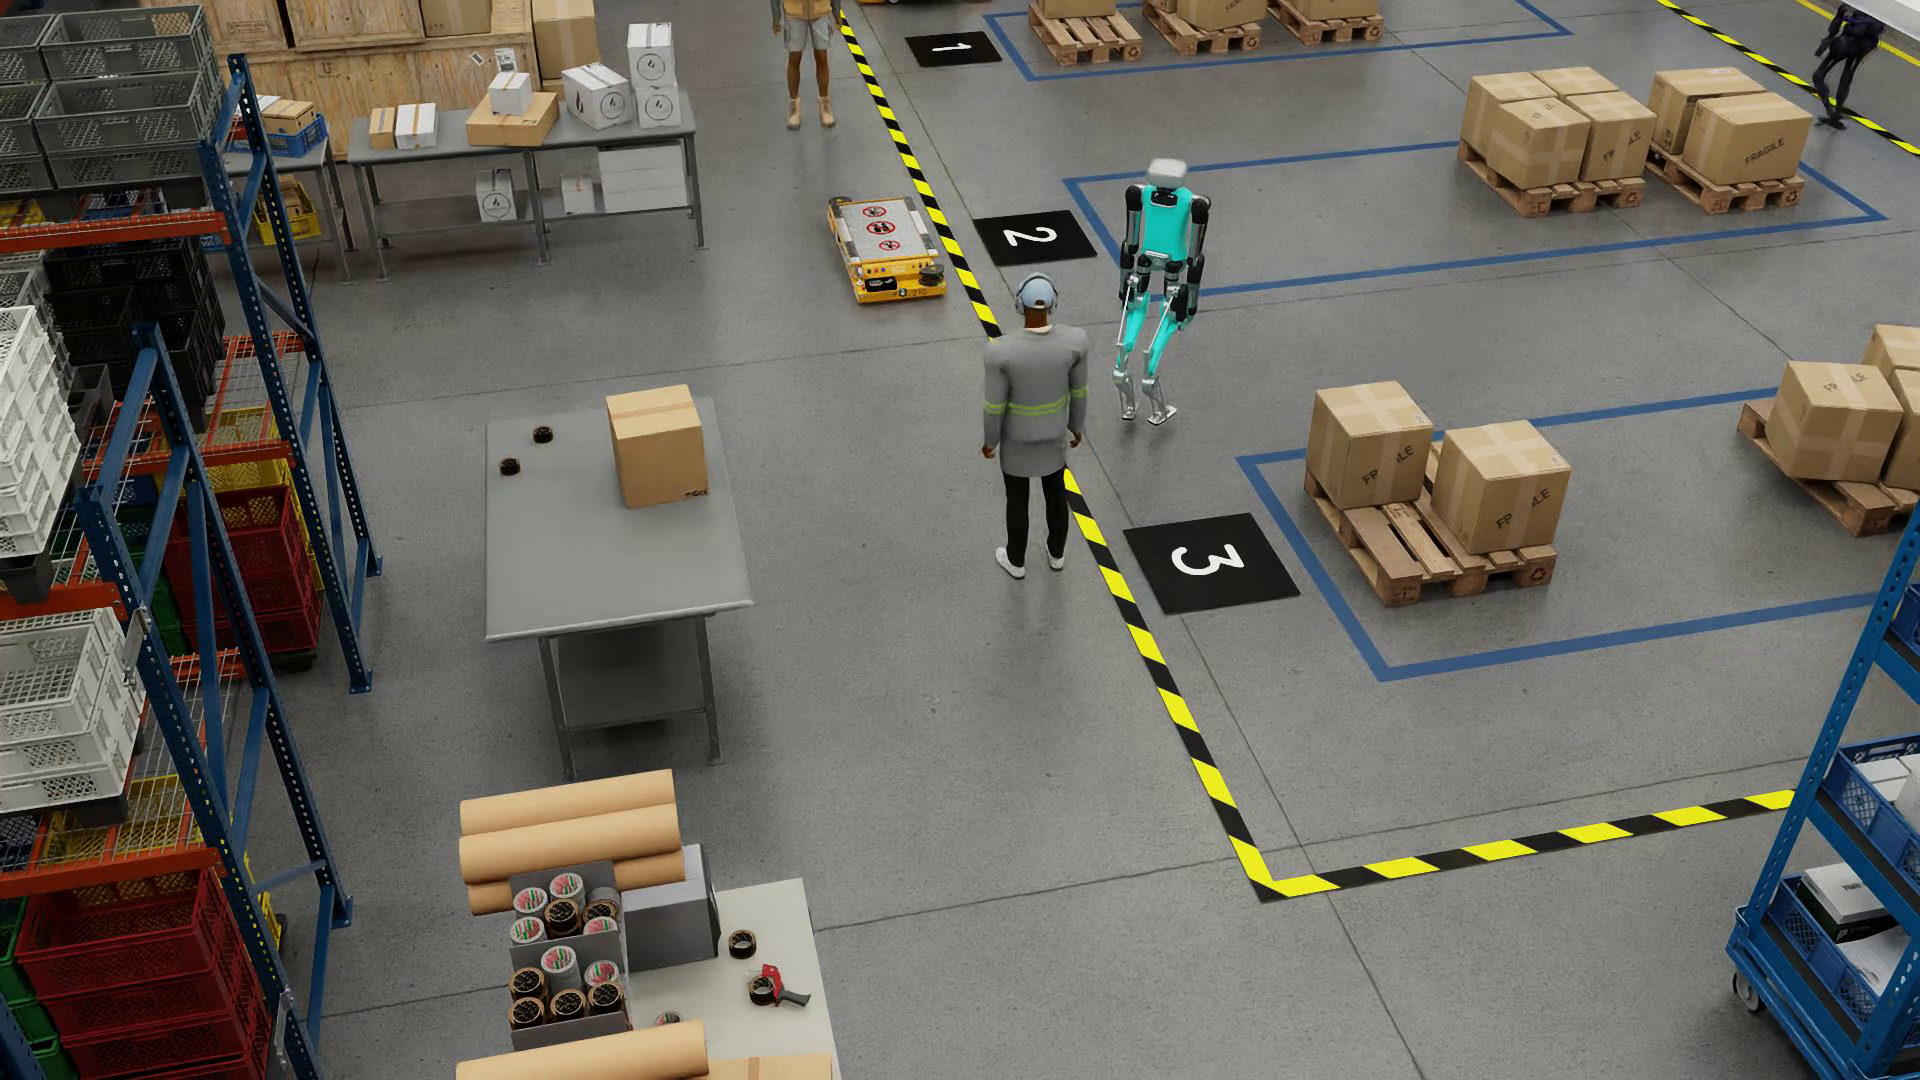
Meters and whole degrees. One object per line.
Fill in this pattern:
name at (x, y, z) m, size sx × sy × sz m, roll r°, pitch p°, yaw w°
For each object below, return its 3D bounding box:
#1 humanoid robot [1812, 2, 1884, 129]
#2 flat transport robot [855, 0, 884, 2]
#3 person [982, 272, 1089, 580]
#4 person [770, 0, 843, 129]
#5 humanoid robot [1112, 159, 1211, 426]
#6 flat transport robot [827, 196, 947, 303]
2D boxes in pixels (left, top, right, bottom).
humanoid robot at (7.634, -4.331, 14.192) m, size 0.609 × 1.643 × 0.335 m, roll -14°, pitch 39°, yaw -18°
flat transport robot at (-0.383, -5.833, 17.370) m, size 1.431 × 0.197 × 0.652 m, roll -2°, pitch 37°, yaw -3°
person at (0.394, -0.619, 9.059) m, size 0.596 × 1.850 × 0.398 m, roll -10°, pitch 38°, yaw -13°
person at (-1.296, -4.491, 14.106) m, size 0.613 × 2.040 × 0.389 m, roll -6°, pitch 37°, yaw -8°
humanoid robot at (1.140, -1.429, 10.136) m, size 0.533 × 1.672 × 0.735 m, roll 17°, pitch 40°, yaw 21°
flat transport robot at (-0.570, -2.220, 12.538) m, size 0.659 × 0.231 × 1.431 m, roll -8°, pitch 37°, yaw -10°
